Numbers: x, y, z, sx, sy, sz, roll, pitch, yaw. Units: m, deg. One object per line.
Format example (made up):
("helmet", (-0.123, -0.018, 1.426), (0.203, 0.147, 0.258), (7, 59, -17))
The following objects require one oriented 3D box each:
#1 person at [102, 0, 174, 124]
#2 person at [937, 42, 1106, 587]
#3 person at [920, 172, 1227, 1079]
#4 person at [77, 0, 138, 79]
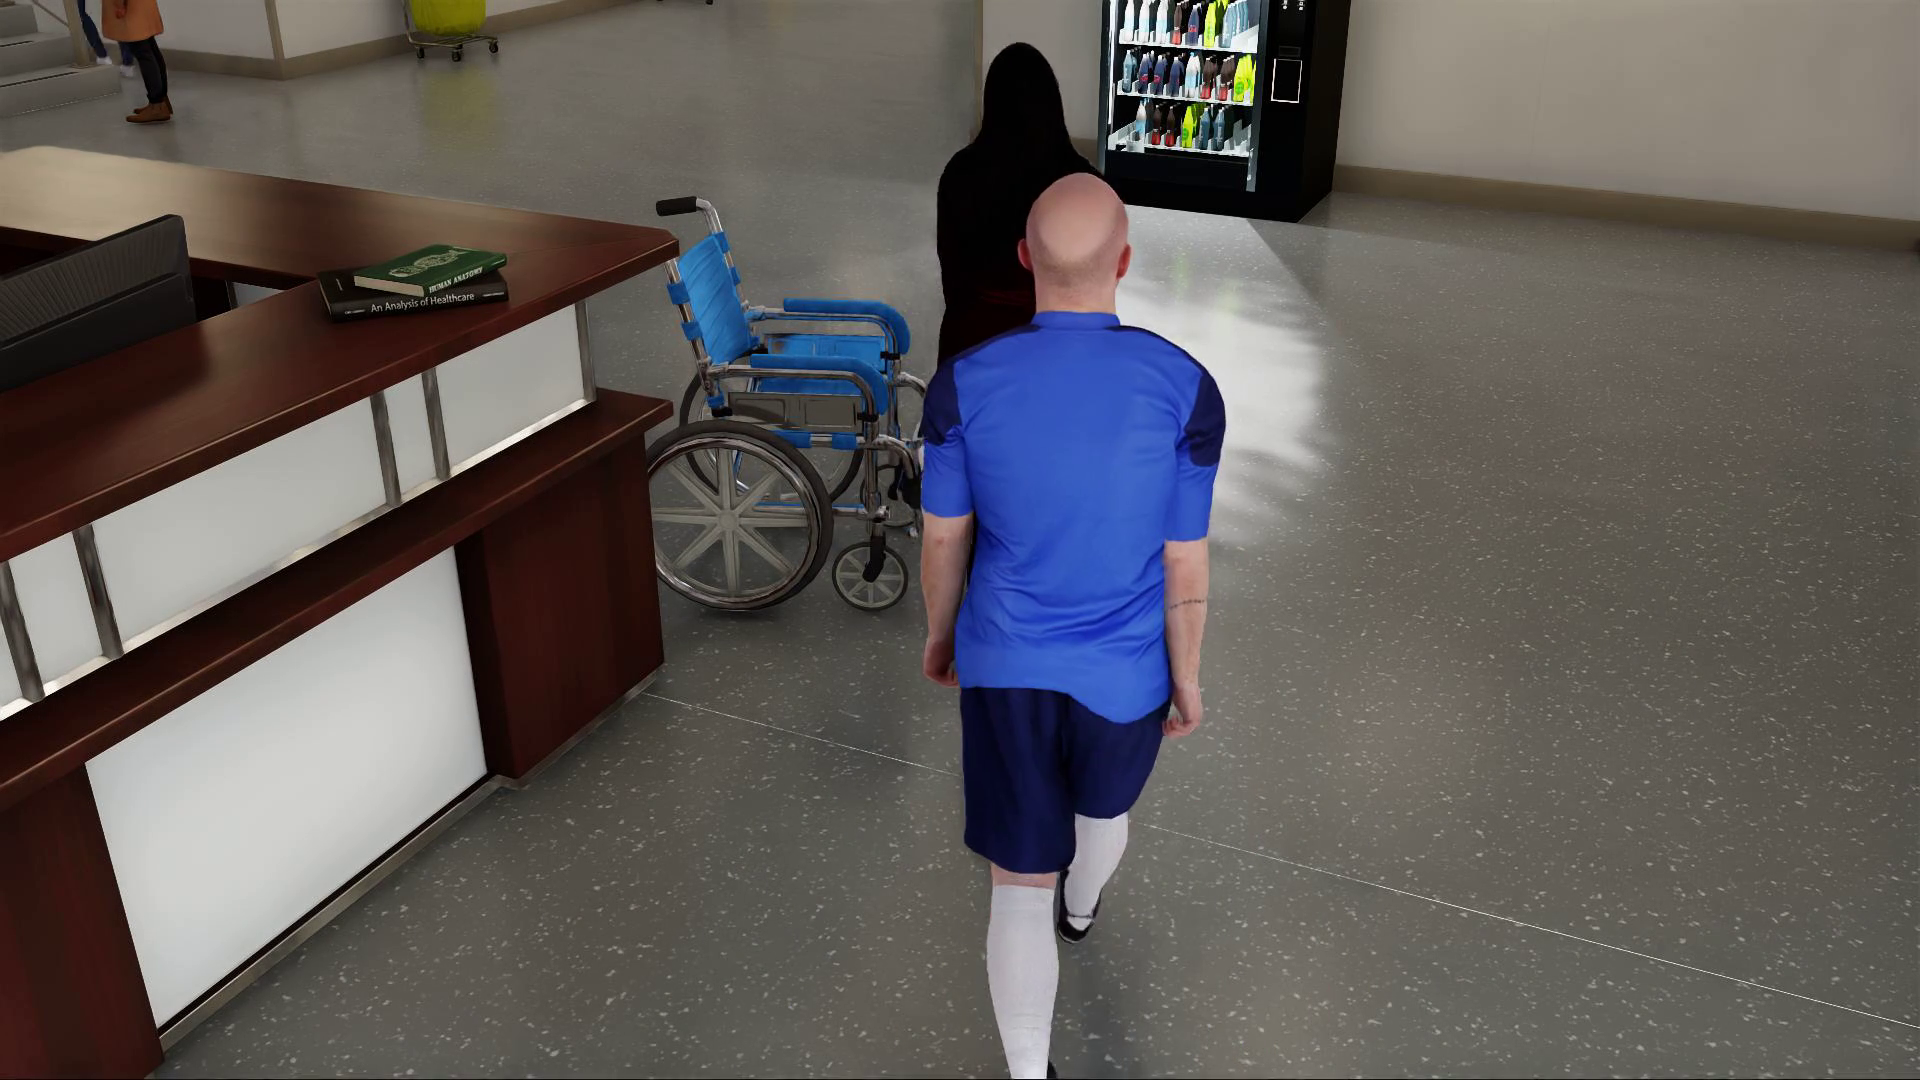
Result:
("person", (-5.754, -3.803, 11.531), (0.809, 1.727, 0.764), (-6, 26, -12))
("person", (0.142, -0.449, 4.615), (0.642, 1.736, 0.766), (7, 27, 15))
("person", (0.183, 0.297, 3.005), (1.227, 1.790, 1.054), (1, 26, 2))
("person", (-6.715, -4.488, 13.011), (0.600, 1.717, 0.624), (11, 28, 22))
